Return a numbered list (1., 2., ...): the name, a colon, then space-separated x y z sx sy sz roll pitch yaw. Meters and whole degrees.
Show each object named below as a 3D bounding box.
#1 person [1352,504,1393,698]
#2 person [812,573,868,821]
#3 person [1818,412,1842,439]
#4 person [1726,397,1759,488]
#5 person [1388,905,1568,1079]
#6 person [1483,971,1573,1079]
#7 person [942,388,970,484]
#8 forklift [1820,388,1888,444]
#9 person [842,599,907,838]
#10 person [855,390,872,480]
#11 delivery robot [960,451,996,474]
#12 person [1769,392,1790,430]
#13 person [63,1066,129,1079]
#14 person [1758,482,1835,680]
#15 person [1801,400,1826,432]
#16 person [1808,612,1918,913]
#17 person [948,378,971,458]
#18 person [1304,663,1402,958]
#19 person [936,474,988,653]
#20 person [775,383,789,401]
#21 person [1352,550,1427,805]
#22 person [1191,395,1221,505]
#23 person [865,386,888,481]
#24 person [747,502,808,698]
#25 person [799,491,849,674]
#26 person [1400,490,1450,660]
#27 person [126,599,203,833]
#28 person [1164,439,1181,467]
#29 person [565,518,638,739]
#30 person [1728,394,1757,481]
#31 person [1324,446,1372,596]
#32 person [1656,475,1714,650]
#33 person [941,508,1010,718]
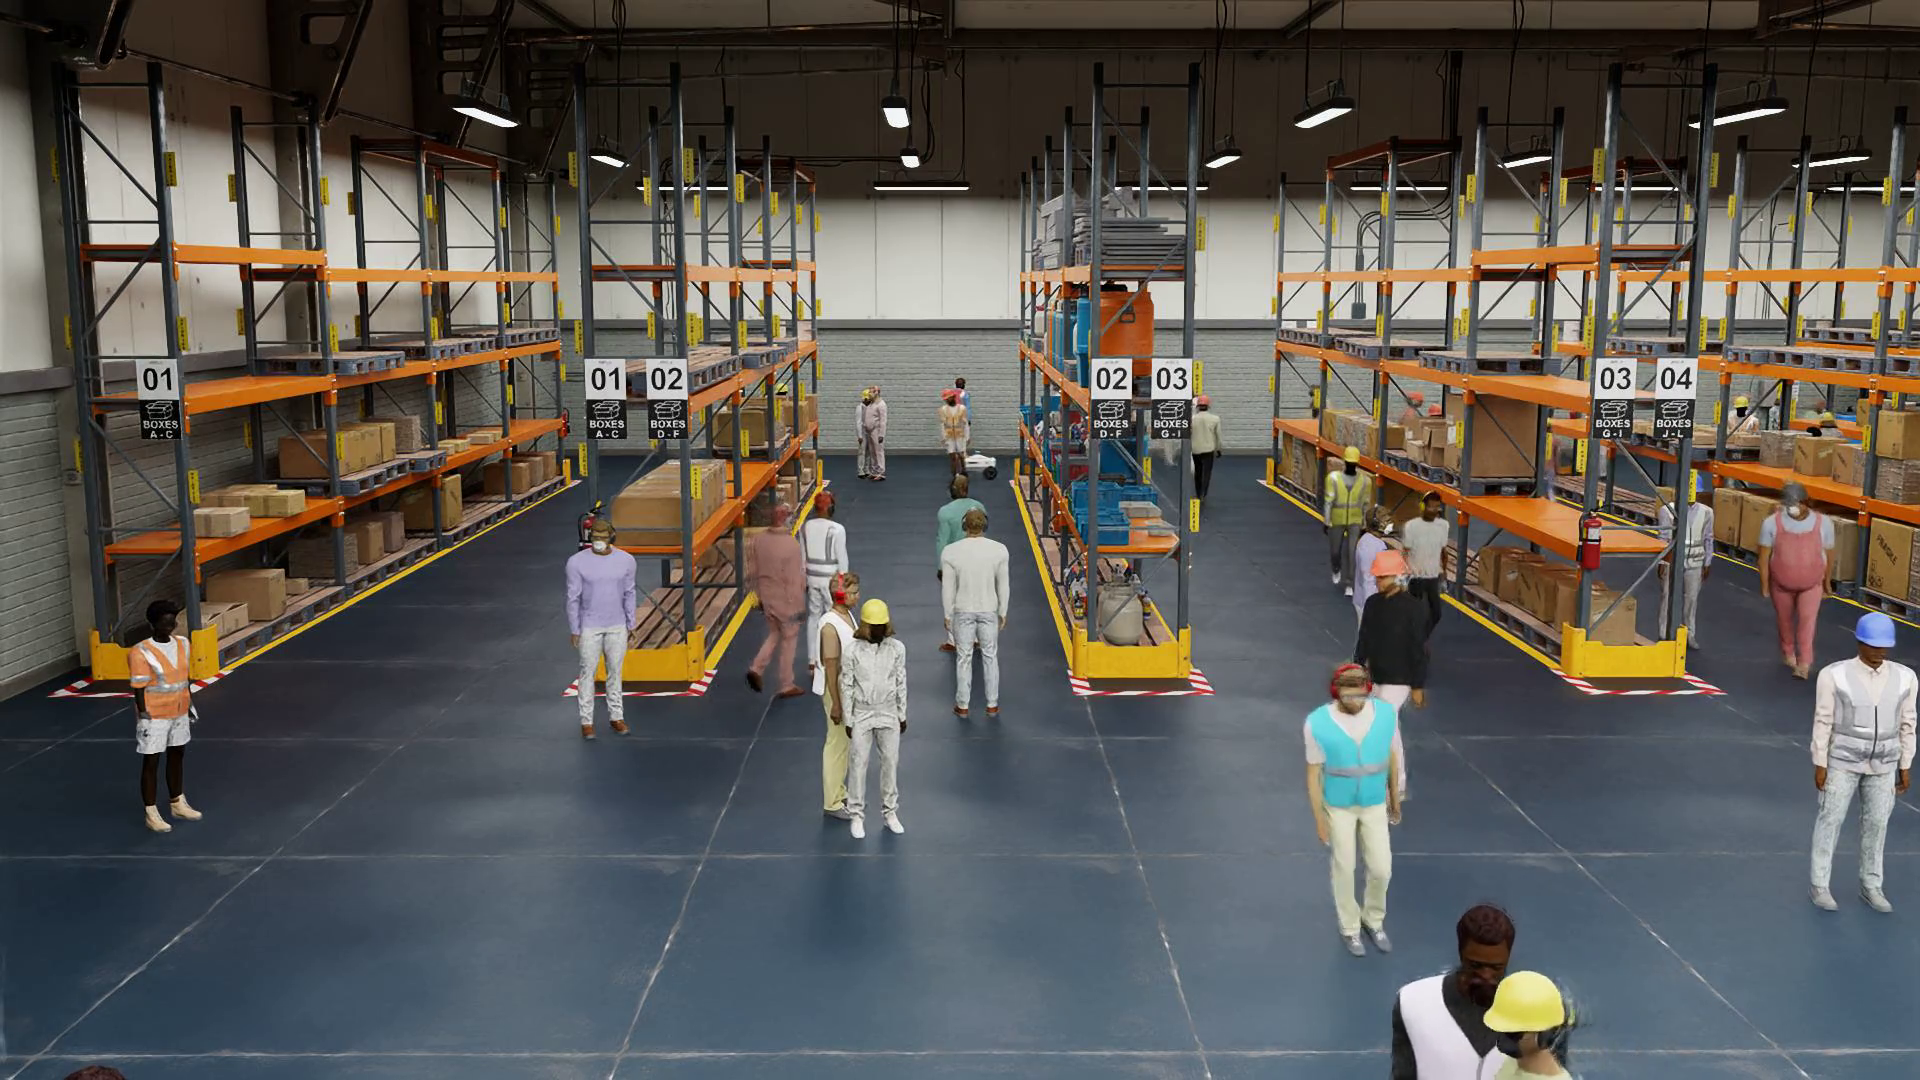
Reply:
1. person: 3.831 0.629 15.429 0.372 1.940 0.631 2 9 15
2. person: -0.900 1.150 12.376 0.377 1.842 0.570 1 9 7
3. person: 15.030 -1.351 28.885 0.486 1.718 0.532 2 9 14
4. person: 13.973 -1.604 29.828 0.595 1.925 0.373 8 12 43
5. person: 1.788 2.169 5.755 0.610 1.869 0.920 2 9 11
6. person: 1.870 2.269 5.570 0.818 1.720 0.533 -2 9 -13
7. person: -0.077 -2.019 32.595 0.589 1.902 0.400 2 9 15
8. forklift: 20.072 -3.110 36.462 1.873 2.768 1.129 0 9 0
9. person: -0.603 1.274 11.939 0.487 1.737 0.322 -3 9 -21
10. person: -1.882 -2.120 33.486 0.403 1.818 0.600 4 10 22
11. delivery robot: 0.356 -1.546 33.551 0.707 0.478 0.477 -1 9 -7
12. person: 16.862 -2.188 34.206 0.486 1.736 0.319 -2 9 -12
13. person: -2.286 2.328 4.562 0.592 1.917 0.375 -1 9 -4
14. person: 8.482 0.349 16.900 0.696 2.000 1.050 4 10 26
15. person: 17.224 -2.023 33.561 0.597 1.610 0.308 5 10 31
16. person: 5.690 1.400 10.489 0.601 1.938 0.425 1 9 7
17. person: -0.009 -2.724 37.352 0.624 1.835 0.431 7 12 40
18. person: 2.311 1.577 9.748 0.632 1.802 0.502 -1 9 -6
19. person: 0.016 0.252 17.906 0.646 1.931 0.378 -7 11 -36
20. person: -3.588 -2.240 33.945 0.390 1.919 0.584 0 9 1
21. person: 3.170 1.054 12.576 0.660 1.969 0.639 -4 10 -22
22. person: 4.362 -1.622 29.860 0.607 1.964 0.906 3 9 18
23. person: -1.708 -2.129 33.271 0.409 1.907 0.651 -5 10 -29
24. person: -1.720 0.586 15.863 0.475 1.891 0.661 -9 12 -44
25. person: -1.368 0.439 16.835 0.584 1.879 0.339 5 10 31
26. person: 4.805 0.395 17.220 0.555 1.847 0.407 -1 9 -6
27. person: -5.796 1.264 12.128 0.322 1.692 0.530 3 9 21
28. person: 4.565 -2.500 35.580 0.459 1.925 0.631 5 10 27
29. person: -3.124 0.764 14.568 0.627 1.936 0.377 -5 10 -28
30. person: 15.628 -2.043 33.238 0.392 1.739 0.570 -8 12 -41
31. person: 4.957 -0.267 21.287 0.595 1.910 0.711 2 9 12
32. person: 7.820 0.237 17.965 0.599 1.939 0.411 1 9 4
33. person: 0.138 0.666 15.190 0.632 1.940 0.372 -1 9 -7
